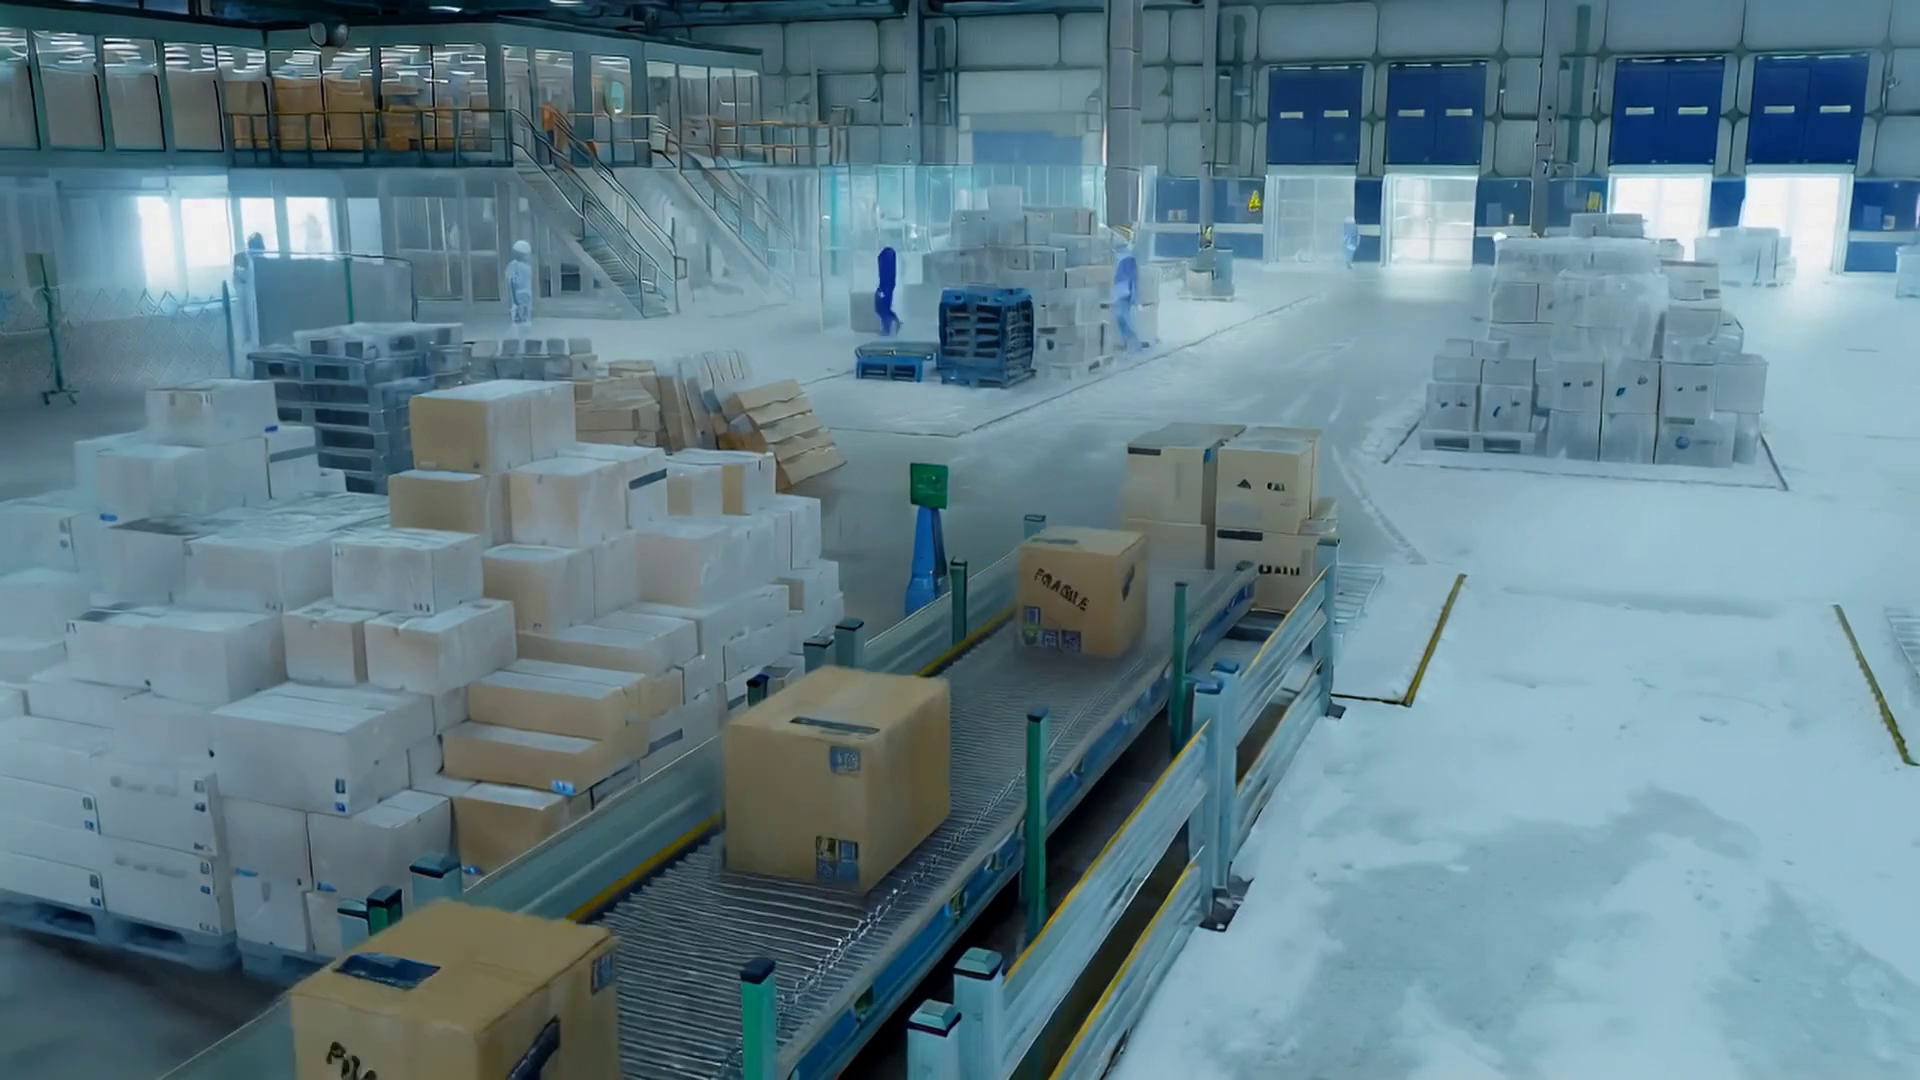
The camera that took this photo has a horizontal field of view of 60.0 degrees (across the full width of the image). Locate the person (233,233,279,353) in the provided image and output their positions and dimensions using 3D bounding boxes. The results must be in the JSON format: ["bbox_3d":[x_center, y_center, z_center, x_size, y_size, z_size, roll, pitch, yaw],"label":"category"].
[{"bbox_3d":[-11.576,-4.086,27.414,0.746,2.000,0.879,-3,13,-13],"label":"person"}]

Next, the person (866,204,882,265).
[{"bbox_3d":[-2.735,-9.768,53.138,0.444,1.928,0.621,10,16,38],"label":"person"}]

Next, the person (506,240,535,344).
[{"bbox_3d":[-6.837,-3.725,26.049,0.374,1.928,0.543,3,13,15],"label":"person"}]

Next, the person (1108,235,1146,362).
[{"bbox_3d":[2.662,-3.814,26.316,0.564,2.002,0.721,-5,13,-21],"label":"person"}]

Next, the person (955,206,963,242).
[{"bbox_3d":[-0.002,-8.464,47.149,0.612,1.997,0.376,4,13,19],"label":"person"}]

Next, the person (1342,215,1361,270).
[{"bbox_3d":[11.867,-9.013,50.404,0.569,1.651,0.799,-3,13,-15],"label":"person"}]

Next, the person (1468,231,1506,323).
[{"bbox_3d":[10.602,-5.161,32.742,0.973,1.819,0.542,1,13,3],"label":"person"}]

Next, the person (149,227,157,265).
[{"bbox_3d":[-22.723,-8.295,46.684,0.562,1.856,0.435,2,13,9],"label":"person"}]

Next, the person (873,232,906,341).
[{"bbox_3d":[-1.268,-4.467,29.379,0.507,1.927,0.648,2,13,11],"label":"person"}]
